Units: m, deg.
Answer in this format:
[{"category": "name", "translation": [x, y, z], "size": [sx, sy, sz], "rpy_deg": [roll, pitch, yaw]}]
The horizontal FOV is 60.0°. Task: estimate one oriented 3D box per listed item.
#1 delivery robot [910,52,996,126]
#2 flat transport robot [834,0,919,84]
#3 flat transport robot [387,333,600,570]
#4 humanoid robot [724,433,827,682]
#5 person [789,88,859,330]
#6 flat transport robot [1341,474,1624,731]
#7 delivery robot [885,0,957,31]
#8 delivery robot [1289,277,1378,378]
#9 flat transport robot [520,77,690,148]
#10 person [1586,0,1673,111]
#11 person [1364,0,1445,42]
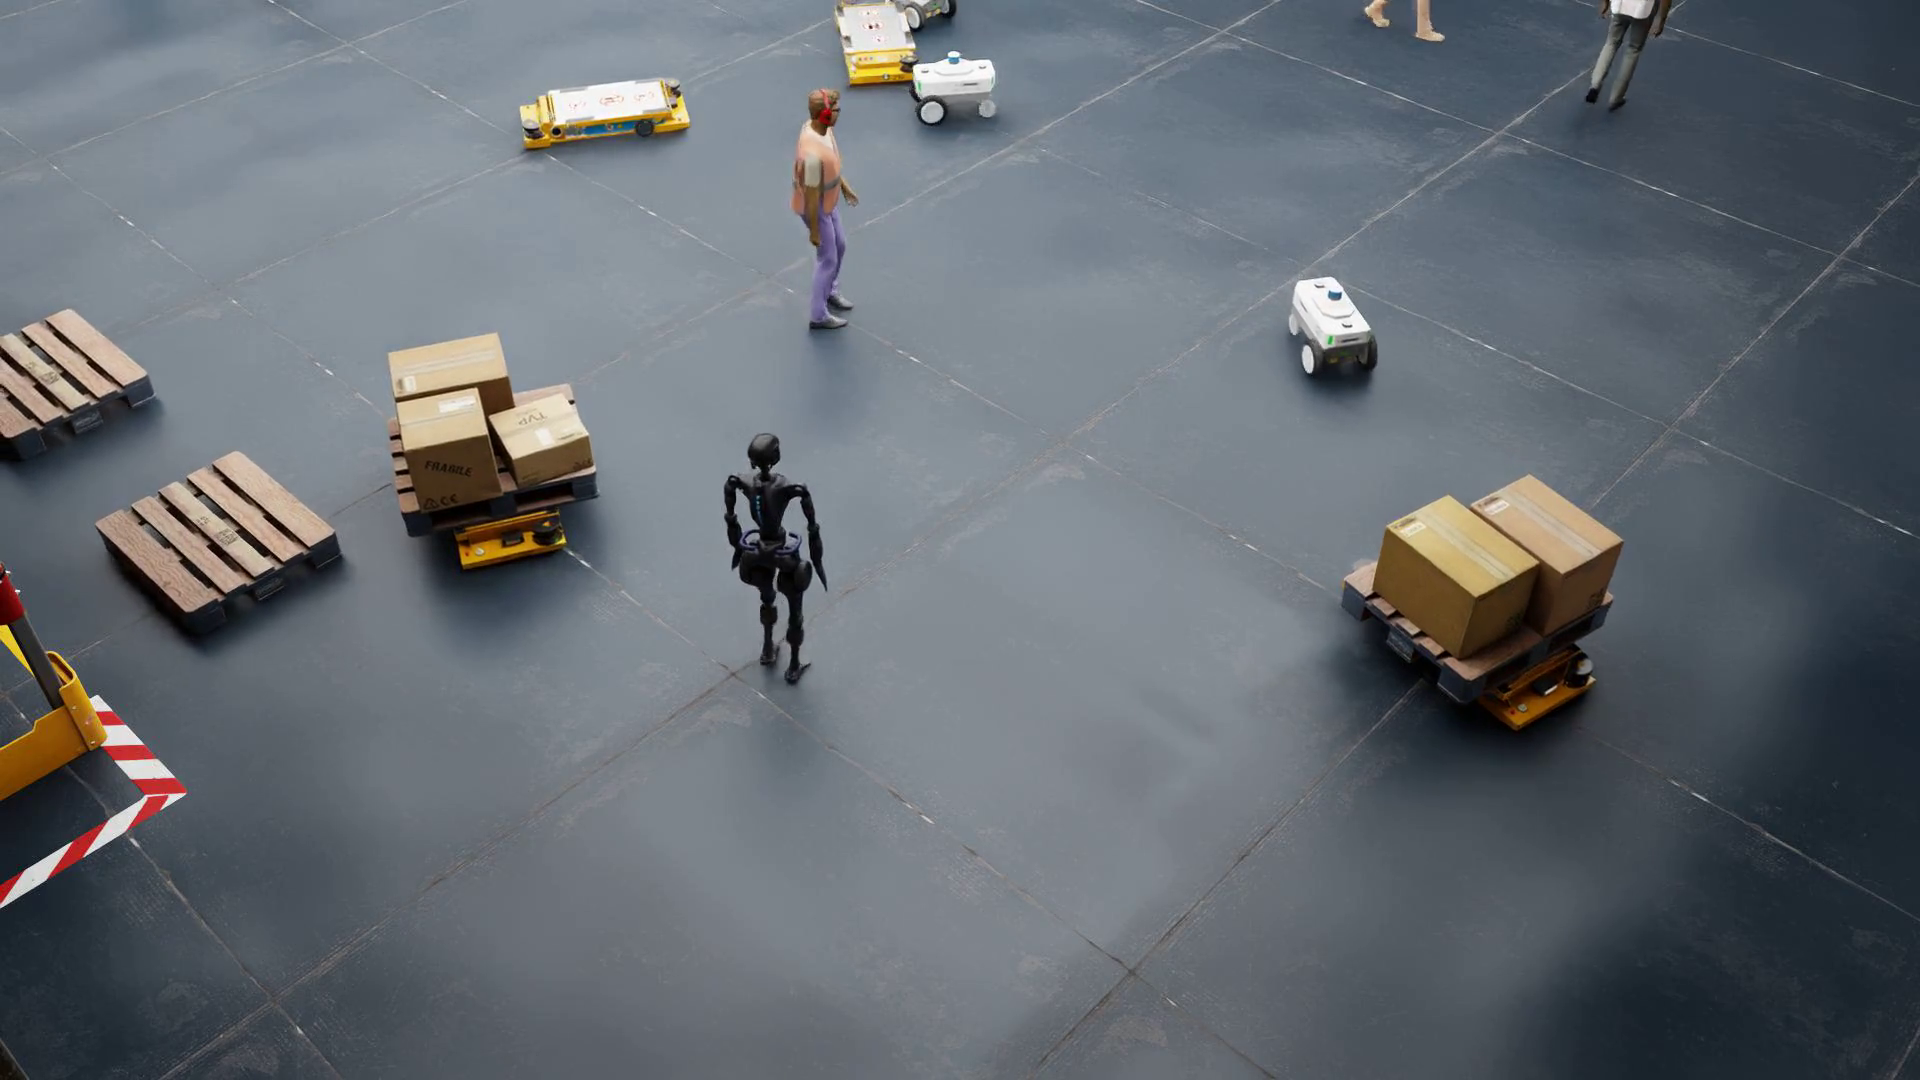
[{"category": "delivery robot", "translation": [-0.076, -4.037, 14.814], "size": [0.815, 0.614, 0.499], "rpy_deg": [-6, 42, -7]}, {"category": "flat transport robot", "translation": [-0.801, -4.751, 15.807], "size": [0.659, 0.231, 1.431], "rpy_deg": [-6, 42, -7]}, {"category": "flat transport robot", "translation": [-3.039, -0.382, 10.950], "size": [0.659, 0.231, 1.431], "rpy_deg": [-13, 44, -14]}, {"category": "humanoid robot", "translation": [-1.038, 0.103, 9.364], "size": [0.589, 1.657, 0.332], "rpy_deg": [9, 43, 10]}, {"category": "person", "translation": [-1.005, -2.405, 12.042], "size": [0.449, 1.818, 0.587], "rpy_deg": [0, 42, 0]}, {"category": "flat transport robot", "translation": [3.030, 0.517, 9.951], "size": [0.659, 0.231, 1.431], "rpy_deg": [-24, 47, -24]}, {"category": "delivery robot", "translation": [-0.435, -5.378, 16.278], "size": [0.517, 0.578, 0.746], "rpy_deg": [-33, 51, -31]}, {"category": "delivery robot", "translation": [2.686, -1.554, 12.054], "size": [0.499, 0.614, 0.818], "rpy_deg": [-9, 43, -10]}, {"category": "flat transport robot", "translation": [-3.154, -3.785, 14.733], "size": [1.431, 0.231, 0.659], "rpy_deg": [-10, 43, -11]}, {"category": "person", "translation": [5.860, -4.594, 14.466], "size": [0.587, 1.826, 0.483], "rpy_deg": [28, 49, 27]}, {"category": "person", "translation": [4.313, -5.589, 15.661], "size": [0.790, 1.723, 0.489], "rpy_deg": [14, 44, 15]}]
